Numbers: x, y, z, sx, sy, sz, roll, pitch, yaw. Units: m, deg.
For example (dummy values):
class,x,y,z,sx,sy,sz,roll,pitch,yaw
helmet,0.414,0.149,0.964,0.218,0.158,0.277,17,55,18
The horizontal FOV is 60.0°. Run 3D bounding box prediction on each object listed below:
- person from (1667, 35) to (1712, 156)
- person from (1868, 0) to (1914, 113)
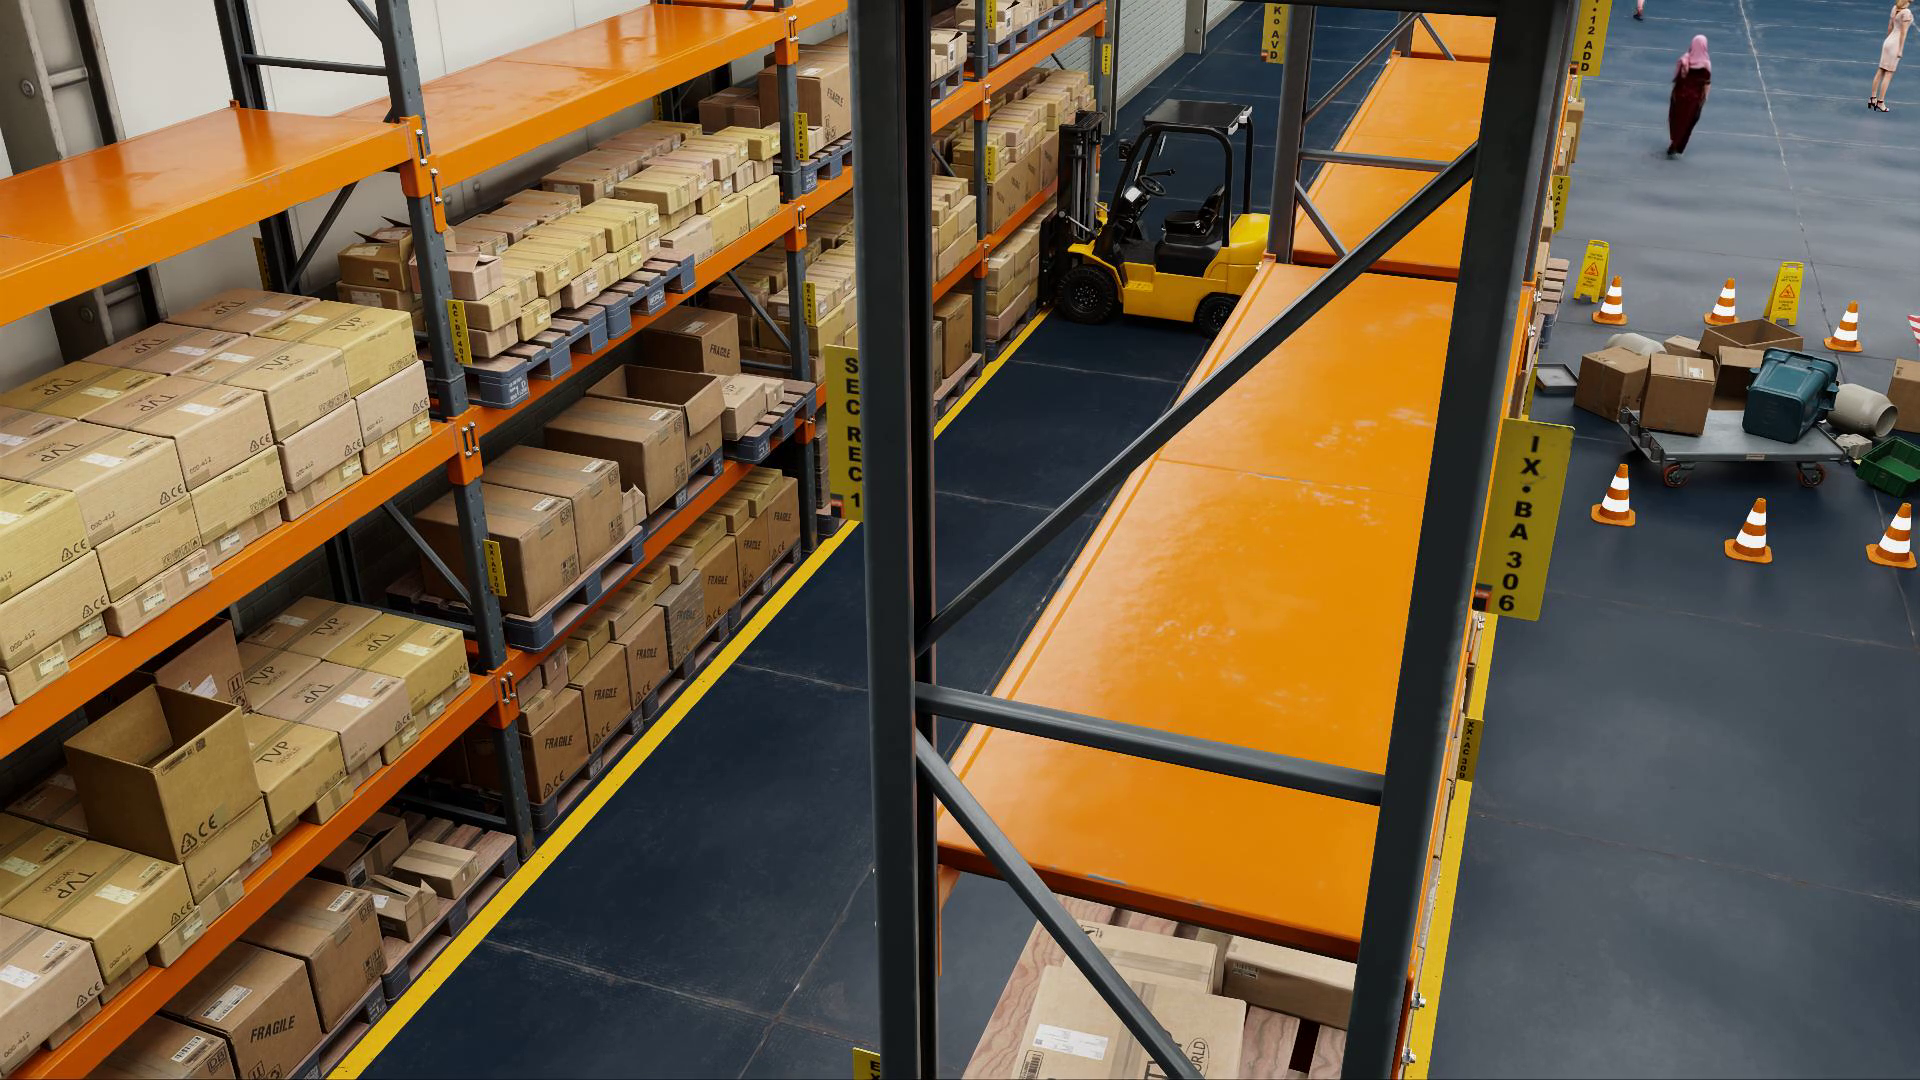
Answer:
class,x,y,z,sx,sy,sz,roll,pitch,yaw
person,9.997,-6.079,22.892,0.836,1.590,1.138,19,34,32
person,14.133,-7.458,25.225,0.686,1.830,0.548,0,28,-1
